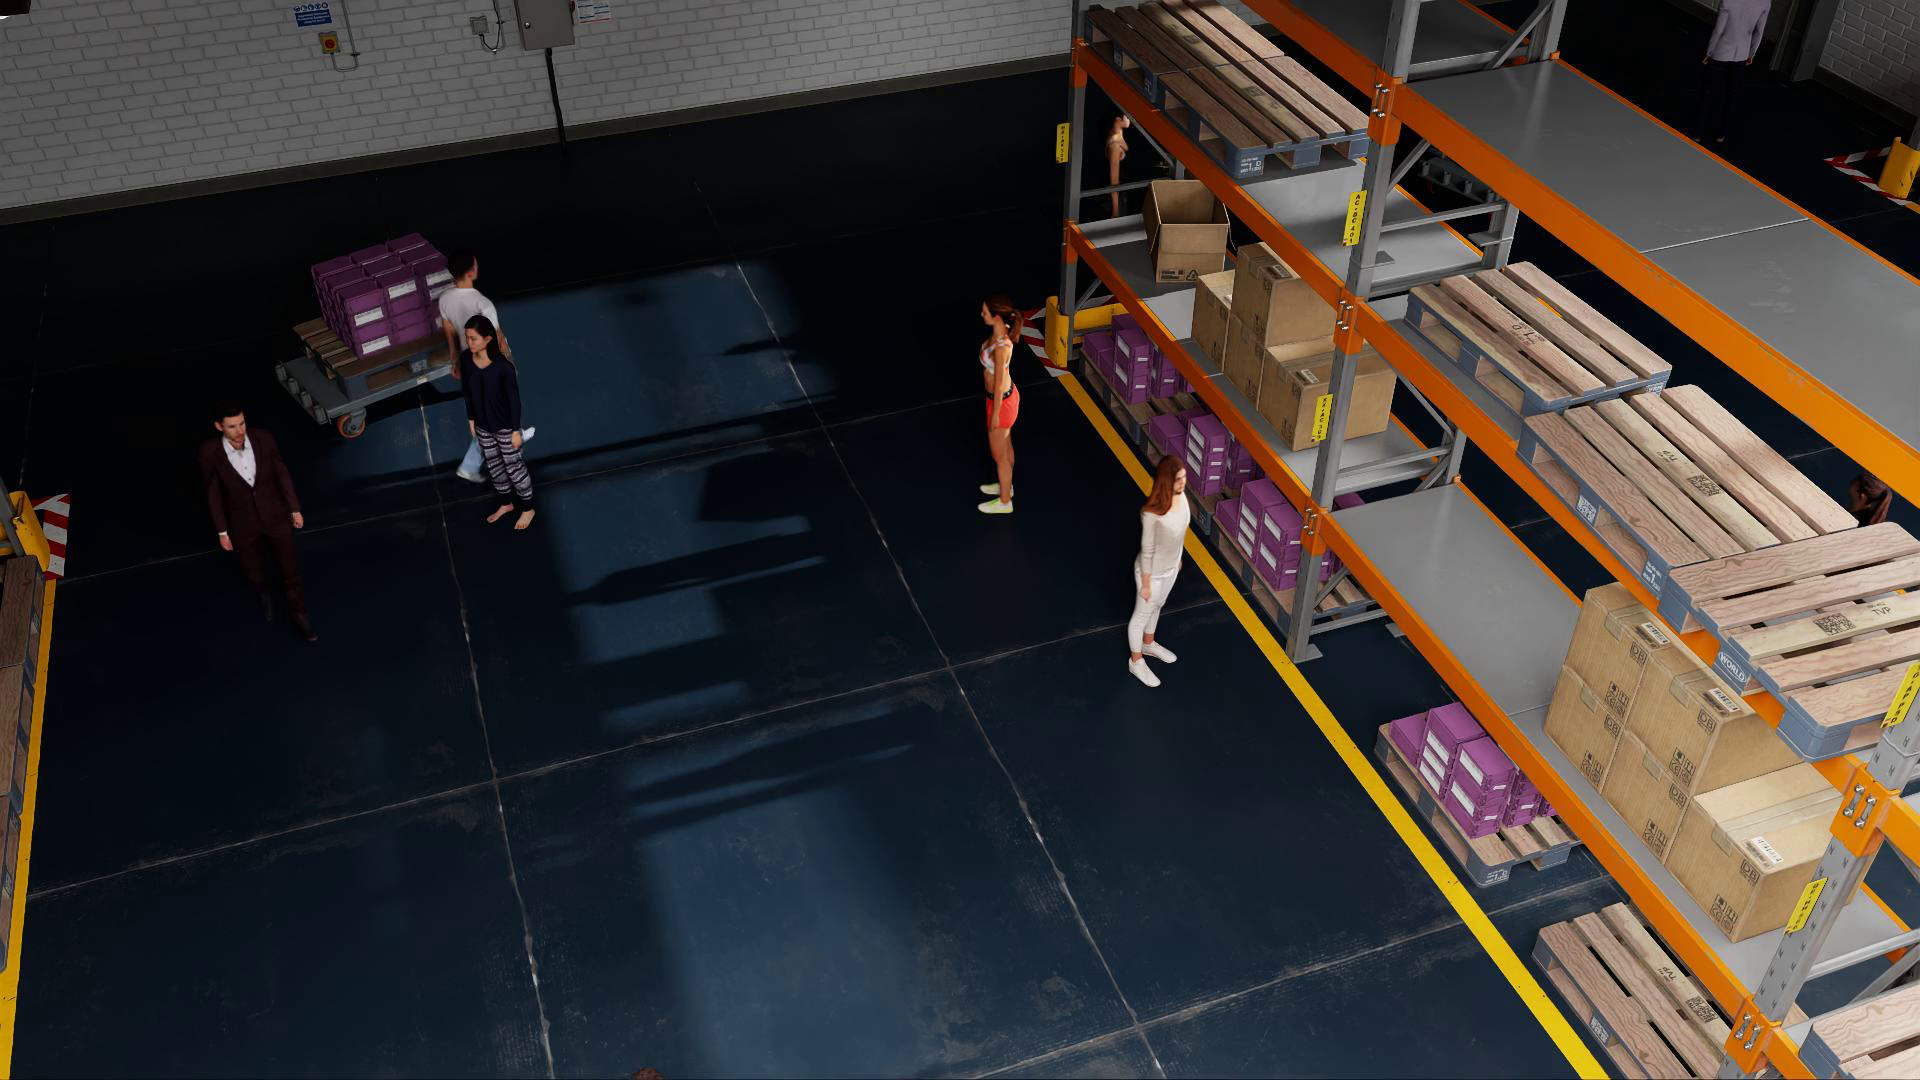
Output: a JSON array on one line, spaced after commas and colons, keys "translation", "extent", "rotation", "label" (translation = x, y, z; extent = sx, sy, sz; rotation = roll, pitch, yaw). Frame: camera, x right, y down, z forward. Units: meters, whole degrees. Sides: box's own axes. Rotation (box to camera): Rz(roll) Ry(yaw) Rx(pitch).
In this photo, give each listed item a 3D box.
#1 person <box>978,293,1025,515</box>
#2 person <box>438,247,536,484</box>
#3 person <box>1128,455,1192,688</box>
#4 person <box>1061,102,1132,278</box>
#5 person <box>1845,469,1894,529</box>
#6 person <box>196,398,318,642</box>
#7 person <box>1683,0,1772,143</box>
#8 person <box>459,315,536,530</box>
[{"translation": [0.301, -0.984, 11.998], "extent": [0.706, 1.787, 0.593], "rotation": [3, 39, 4], "label": "person"}, {"translation": [-3.567, -1.240, 12.287], "extent": [1.165, 1.827, 1.121], "rotation": [24, 45, 27], "label": "person"}, {"translation": [1.258, 0.158, 10.629], "extent": [0.716, 1.711, 0.693], "rotation": [24, 45, 27], "label": "person"}, {"translation": [1.241, -3.009, 14.596], "extent": [0.898, 1.709, 0.935], "rotation": [6, 39, 7], "label": "person"}, {"translation": [5.700, 0.235, 10.689], "extent": [0.636, 1.516, 1.078], "rotation": [-19, 42, -22], "label": "person"}, {"translation": [-4.637, -0.171, 10.924], "extent": [0.832, 1.856, 0.943], "rotation": [-23, 44, -26], "label": "person"}, {"translation": [7.831, -4.950, 16.911], "extent": [0.755, 1.853, 0.720], "rotation": [1, 39, 2], "label": "person"}, {"translation": [-3.306, -0.852, 11.875], "extent": [0.677, 1.735, 0.725], "rotation": [14, 41, 17], "label": "person"}]
